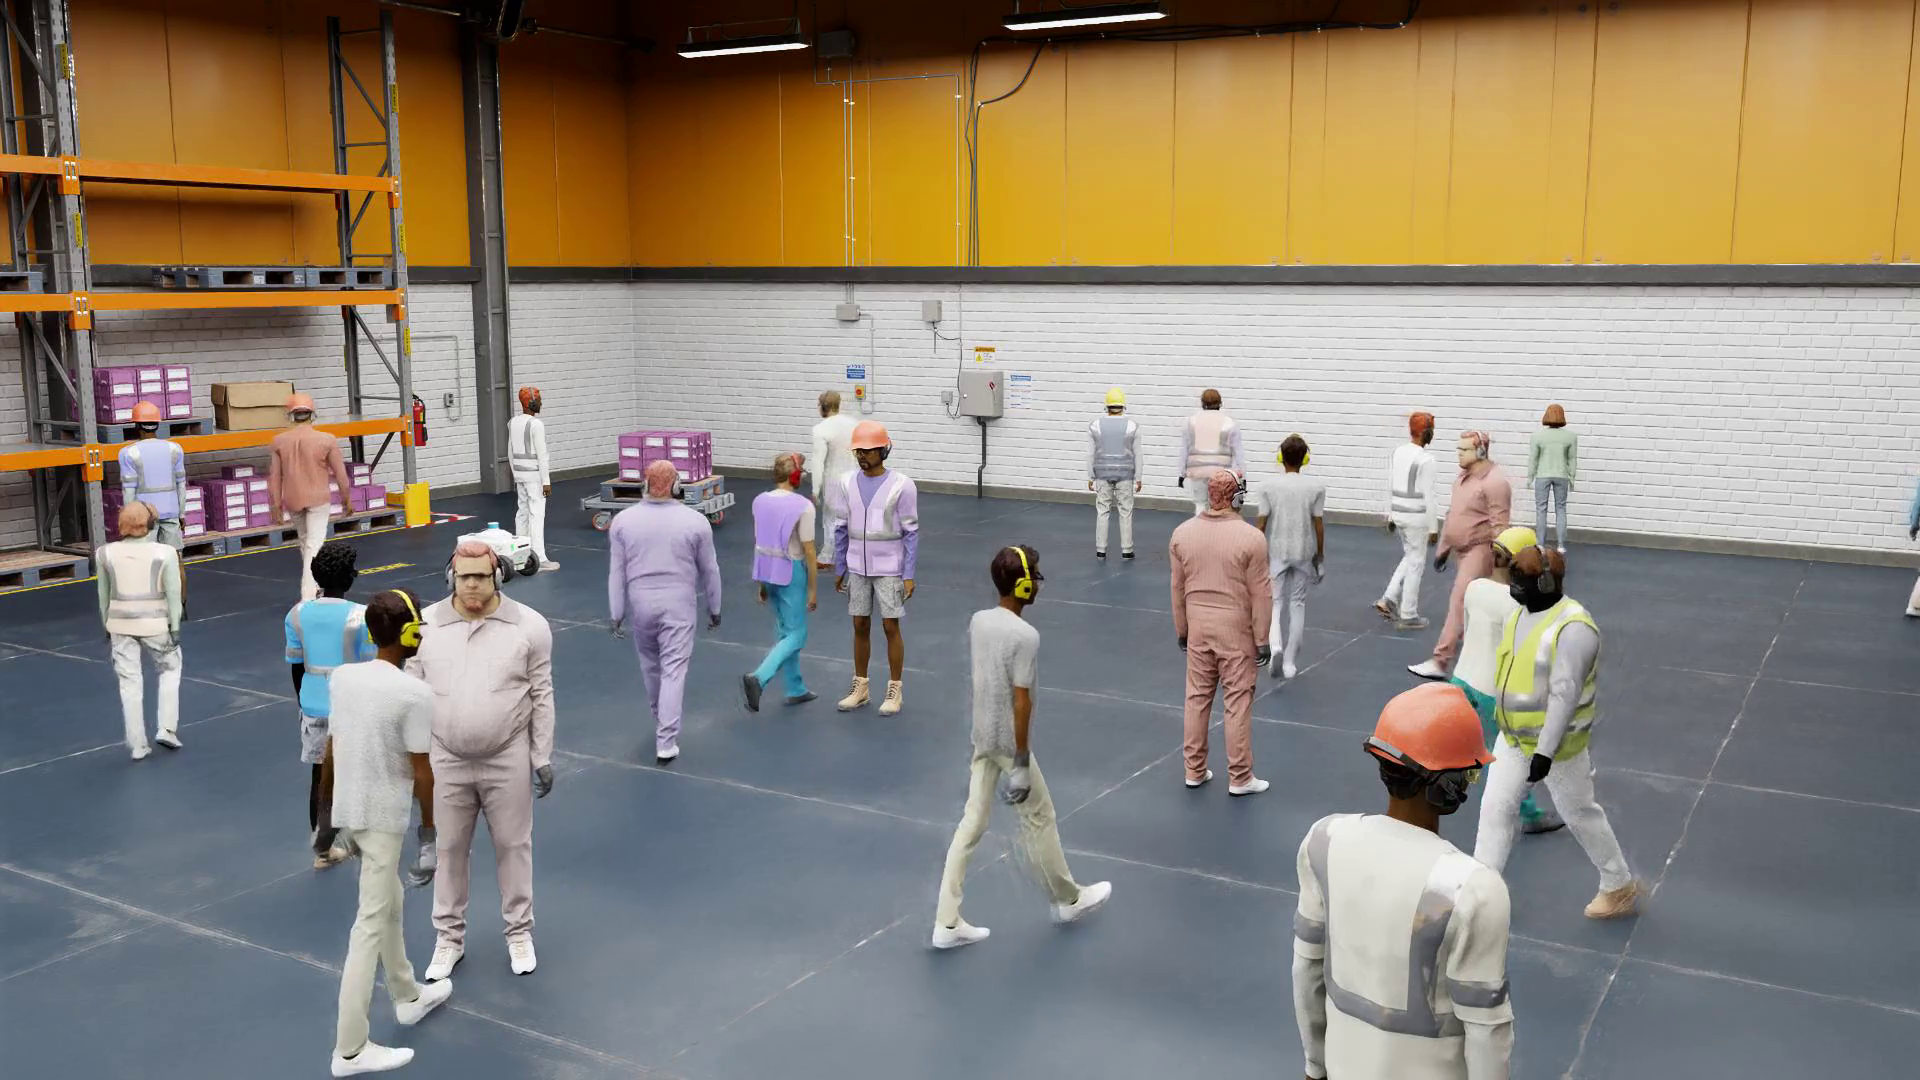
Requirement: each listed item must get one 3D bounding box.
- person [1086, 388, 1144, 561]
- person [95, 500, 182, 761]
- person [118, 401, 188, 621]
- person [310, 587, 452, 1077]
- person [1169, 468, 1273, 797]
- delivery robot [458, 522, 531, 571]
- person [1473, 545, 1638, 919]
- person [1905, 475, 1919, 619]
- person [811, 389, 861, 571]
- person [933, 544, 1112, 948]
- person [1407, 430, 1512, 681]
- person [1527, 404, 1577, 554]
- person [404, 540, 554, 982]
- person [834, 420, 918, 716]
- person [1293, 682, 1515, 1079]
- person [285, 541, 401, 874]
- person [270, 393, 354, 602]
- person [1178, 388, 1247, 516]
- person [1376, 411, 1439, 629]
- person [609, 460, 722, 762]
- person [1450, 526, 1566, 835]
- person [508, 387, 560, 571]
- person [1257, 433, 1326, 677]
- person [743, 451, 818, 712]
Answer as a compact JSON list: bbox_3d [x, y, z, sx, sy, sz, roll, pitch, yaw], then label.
[{"bbox_3d":[1.637,-0.688,17.549,0.600,1.835,0.404,2,9,11],"label":"person"},{"bbox_3d":[-5.116,0.566,10.405,0.517,1.623,0.423,-2,9,-11],"label":"person"},{"bbox_3d":[-6.963,-0.227,14.362,0.357,1.938,0.542,8,12,40],"label":"person"},{"bbox_3d":[-2.206,1.100,6.475,0.568,1.818,0.782,5,10,29],"label":"person"},{"bbox_3d":[1.544,0.533,9.705,0.639,1.911,0.406,7,12,38],"label":"person"},{"bbox_3d":[-4.630,0.067,16.534,0.707,0.478,0.477,4,10,22],"label":"delivery robot"},{"bbox_3d":[2.761,0.910,7.738,0.970,1.801,0.628,-3,9,-16],"label":"person"},{"bbox_3d":[8.663,-0.102,14.650,0.852,1.595,0.516,-3,10,-19],"label":"person"},{"bbox_3d":[-1.160,-0.559,16.624,1.013,1.893,0.642,6,11,34],"label":"person"},{"bbox_3d":[0.250,0.919,7.573,0.965,1.815,0.548,-6,11,-34],"label":"person"},{"bbox_3d":[3.700,0.119,12.386,0.903,1.869,0.679,-1,9,-7],"label":"person"},{"bbox_3d":[6.393,-0.654,17.971,0.506,1.632,0.263,1,9,8],"label":"person"},{"bbox_3d":[-2.069,0.942,7.155,0.636,1.910,0.405,-1,9,-9],"label":"person"},{"bbox_3d":[-0.596,0.193,11.407,0.615,2.041,0.392,4,10,24],"label":"person"},{"bbox_3d":[1.119,1.354,4.161,0.393,2.041,0.614,-7,11,-36],"label":"person"},{"bbox_3d":[-3.113,0.850,8.386,0.540,1.696,0.316,2,9,12],"label":"person"},{"bbox_3d":[-5.868,-0.359,15.137,0.631,1.940,1.011,0,9,2],"label":"person"},{"bbox_3d":[2.669,-0.678,17.533,0.743,1.820,0.457,4,10,21],"label":"person"},{"bbox_3d":[3.872,-0.161,14.149,0.408,1.871,0.617,-3,10,-18],"label":"person"},{"bbox_3d":[-1.855,0.416,10.591,0.677,1.850,0.998,0,9,0],"label":"person"},{"bbox_3d":[2.810,0.769,8.873,0.942,1.700,0.581,-3,10,-18],"label":"person"},{"bbox_3d":[-4.376,-0.623,16.996,0.585,1.882,0.343,8,12,42],"label":"person"},{"bbox_3d":[2.459,0.141,12.334,0.516,1.855,0.602,2,9,11],"label":"person"},{"bbox_3d":[-1.252,0.301,11.467,0.571,1.819,0.737,8,12,40],"label":"person"}]
